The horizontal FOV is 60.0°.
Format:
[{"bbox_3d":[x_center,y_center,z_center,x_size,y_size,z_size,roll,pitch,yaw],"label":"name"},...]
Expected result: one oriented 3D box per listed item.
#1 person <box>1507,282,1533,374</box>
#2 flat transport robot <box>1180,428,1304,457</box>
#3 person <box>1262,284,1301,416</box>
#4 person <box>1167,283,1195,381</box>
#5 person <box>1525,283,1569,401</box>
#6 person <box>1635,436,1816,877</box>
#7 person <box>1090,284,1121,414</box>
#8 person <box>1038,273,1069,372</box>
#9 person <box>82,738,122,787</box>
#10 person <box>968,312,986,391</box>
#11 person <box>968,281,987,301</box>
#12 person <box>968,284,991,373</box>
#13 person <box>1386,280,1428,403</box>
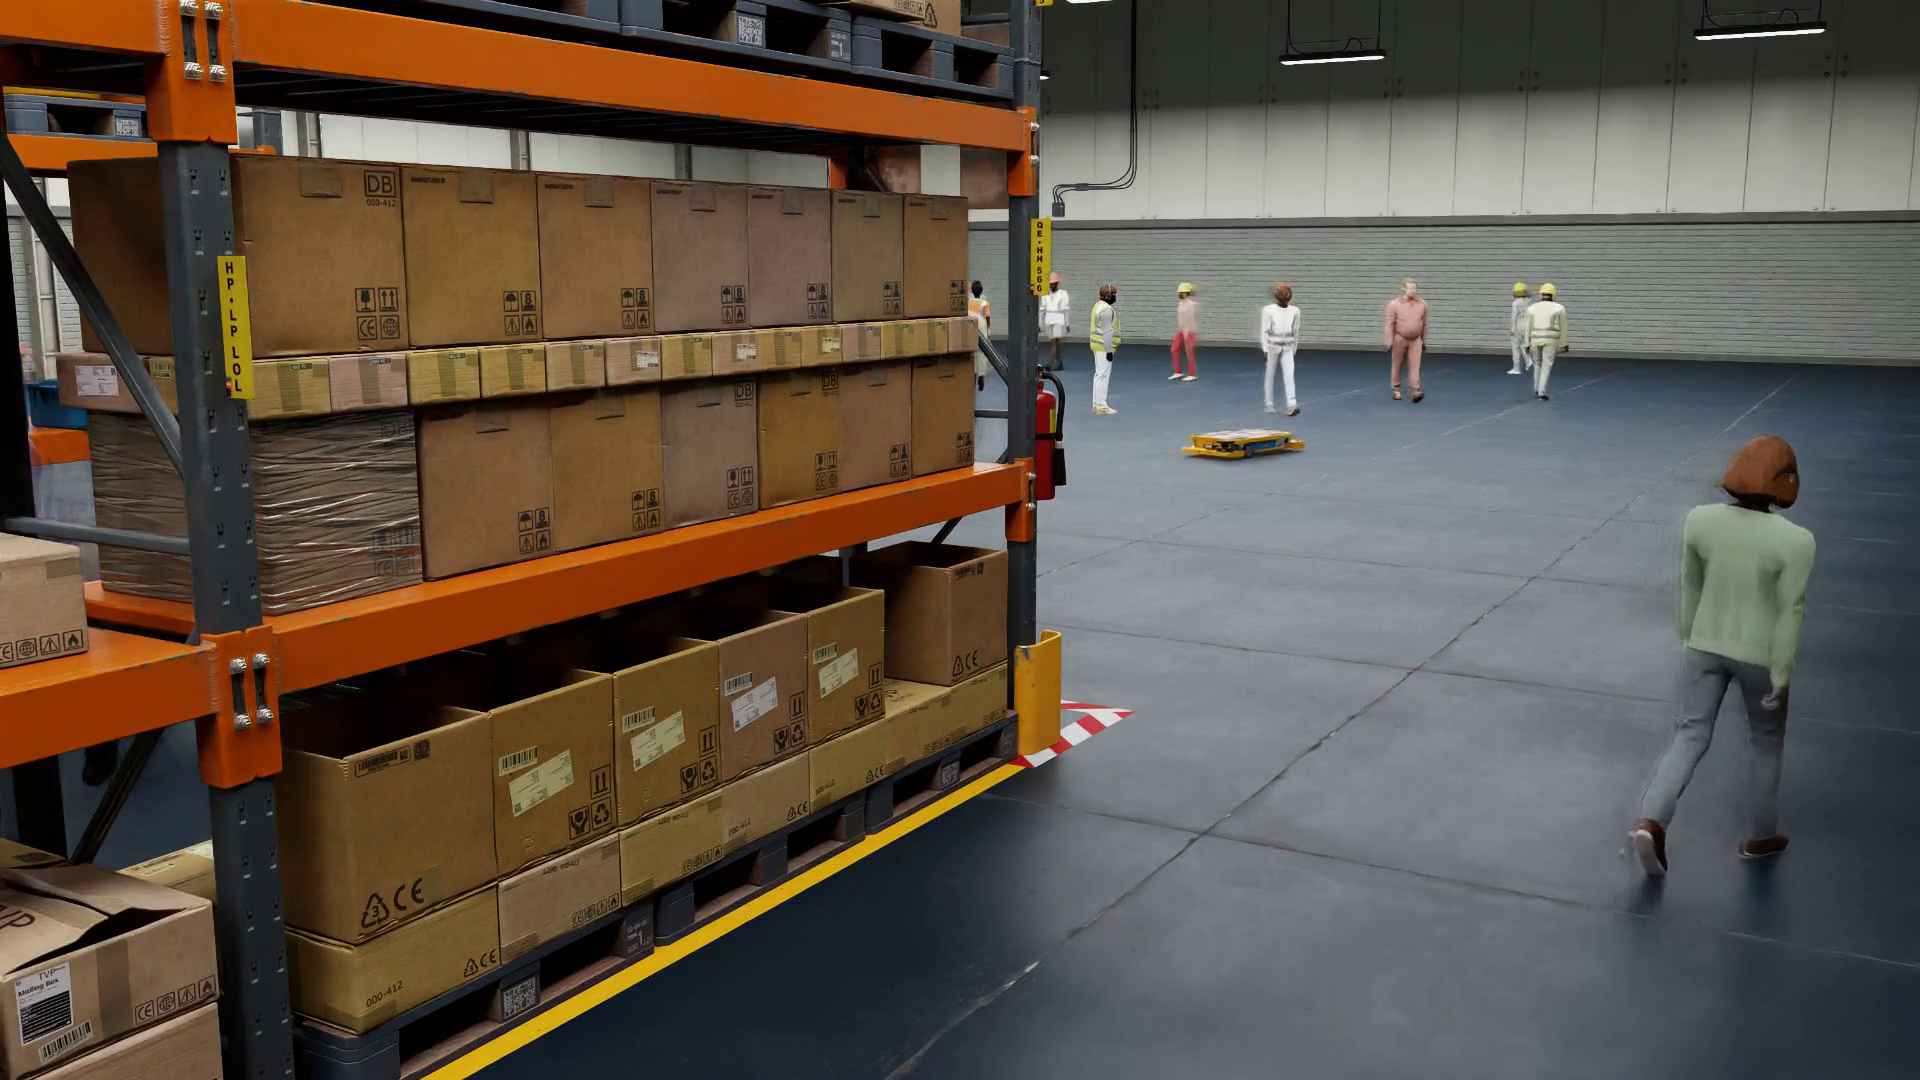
[{"bbox_3d":[10.576,-3.999,31.418,0.493,1.730,0.405,-7,12,-34],"label":"person"},{"bbox_3d":[3.197,-1.103,18.772,1.431,0.197,0.652,-9,13,-42],"label":"flat transport robot"},{"bbox_3d":[4.497,-2.652,23.301,0.582,1.831,0.999,-1,10,-5],"label":"person"},{"bbox_3d":[3.970,-3.703,29.694,0.601,1.746,0.528,-4,11,-25],"label":"person"},{"bbox_3d":[9.110,-3.054,25.742,0.615,1.799,0.830,8,13,40],"label":"person"},{"bbox_3d":[2.769,0.419,5.986,0.786,1.597,0.497,-8,12,-39],"label":"person"},{"bbox_3d":[2.057,-2.689,23.512,0.430,1.838,0.632,-1,10,-5],"label":"person"},{"bbox_3d":[1.771,-4.190,32.115,0.574,1.881,0.991,6,11,32],"label":"person"},{"bbox_3d":[-3.773,0.171,6.523,0.550,1.912,0.749,4,11,25],"label":"person"},{"bbox_3d":[-0.063,-1.773,17.730,0.611,1.967,0.644,4,11,24],"label":"person"},{"bbox_3d":[0.415,-4.951,37.226,0.551,1.657,0.825,-4,10,-22],"label":"person"},{"bbox_3d":[0.325,-4.006,31.601,0.541,1.695,0.315,3,10,16],"label":"person"},{"bbox_3d":[6.864,-3.043,25.492,0.666,1.851,0.984,0,10,0],"label":"person"}]
